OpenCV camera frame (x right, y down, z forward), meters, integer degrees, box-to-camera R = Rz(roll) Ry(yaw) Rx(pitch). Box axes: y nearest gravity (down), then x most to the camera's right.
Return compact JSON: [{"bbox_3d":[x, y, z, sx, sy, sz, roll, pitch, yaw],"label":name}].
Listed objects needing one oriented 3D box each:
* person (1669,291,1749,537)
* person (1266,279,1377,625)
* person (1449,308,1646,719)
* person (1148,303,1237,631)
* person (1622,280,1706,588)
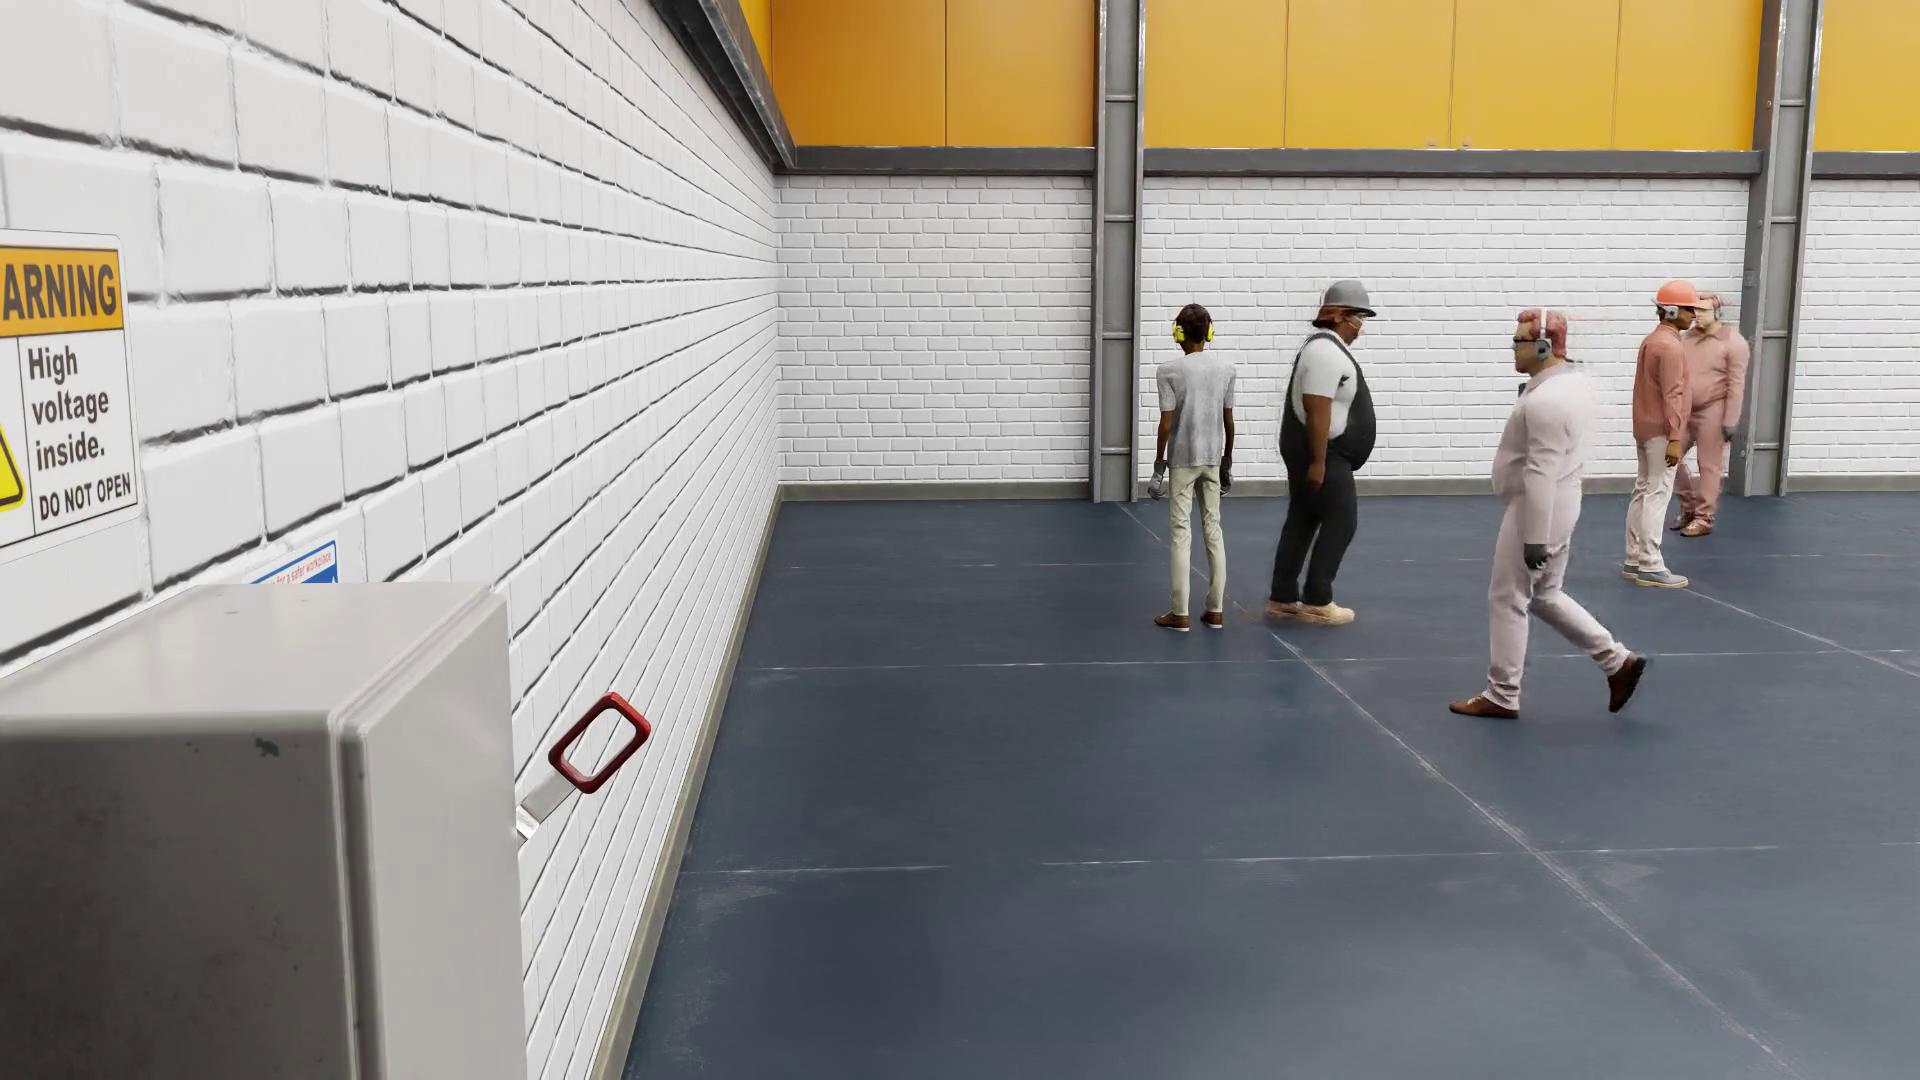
[{"bbox_3d":[5.710,-0.963,12.843,0.432,1.894,0.670,-5,10,-30],"label":"person"},{"bbox_3d":[2.098,-0.527,9.665,0.619,2.000,0.704,1,9,4],"label":"person"},{"bbox_3d":[2.670,-0.099,7.475,0.733,1.881,0.652,5,11,30],"label":"person"},{"bbox_3d":[1.319,-0.409,9.483,0.518,1.865,0.328,-3,10,-18],"label":"person"},{"bbox_3d":[4.595,-0.694,10.865,0.394,1.990,0.622,1,9,7],"label":"person"}]
